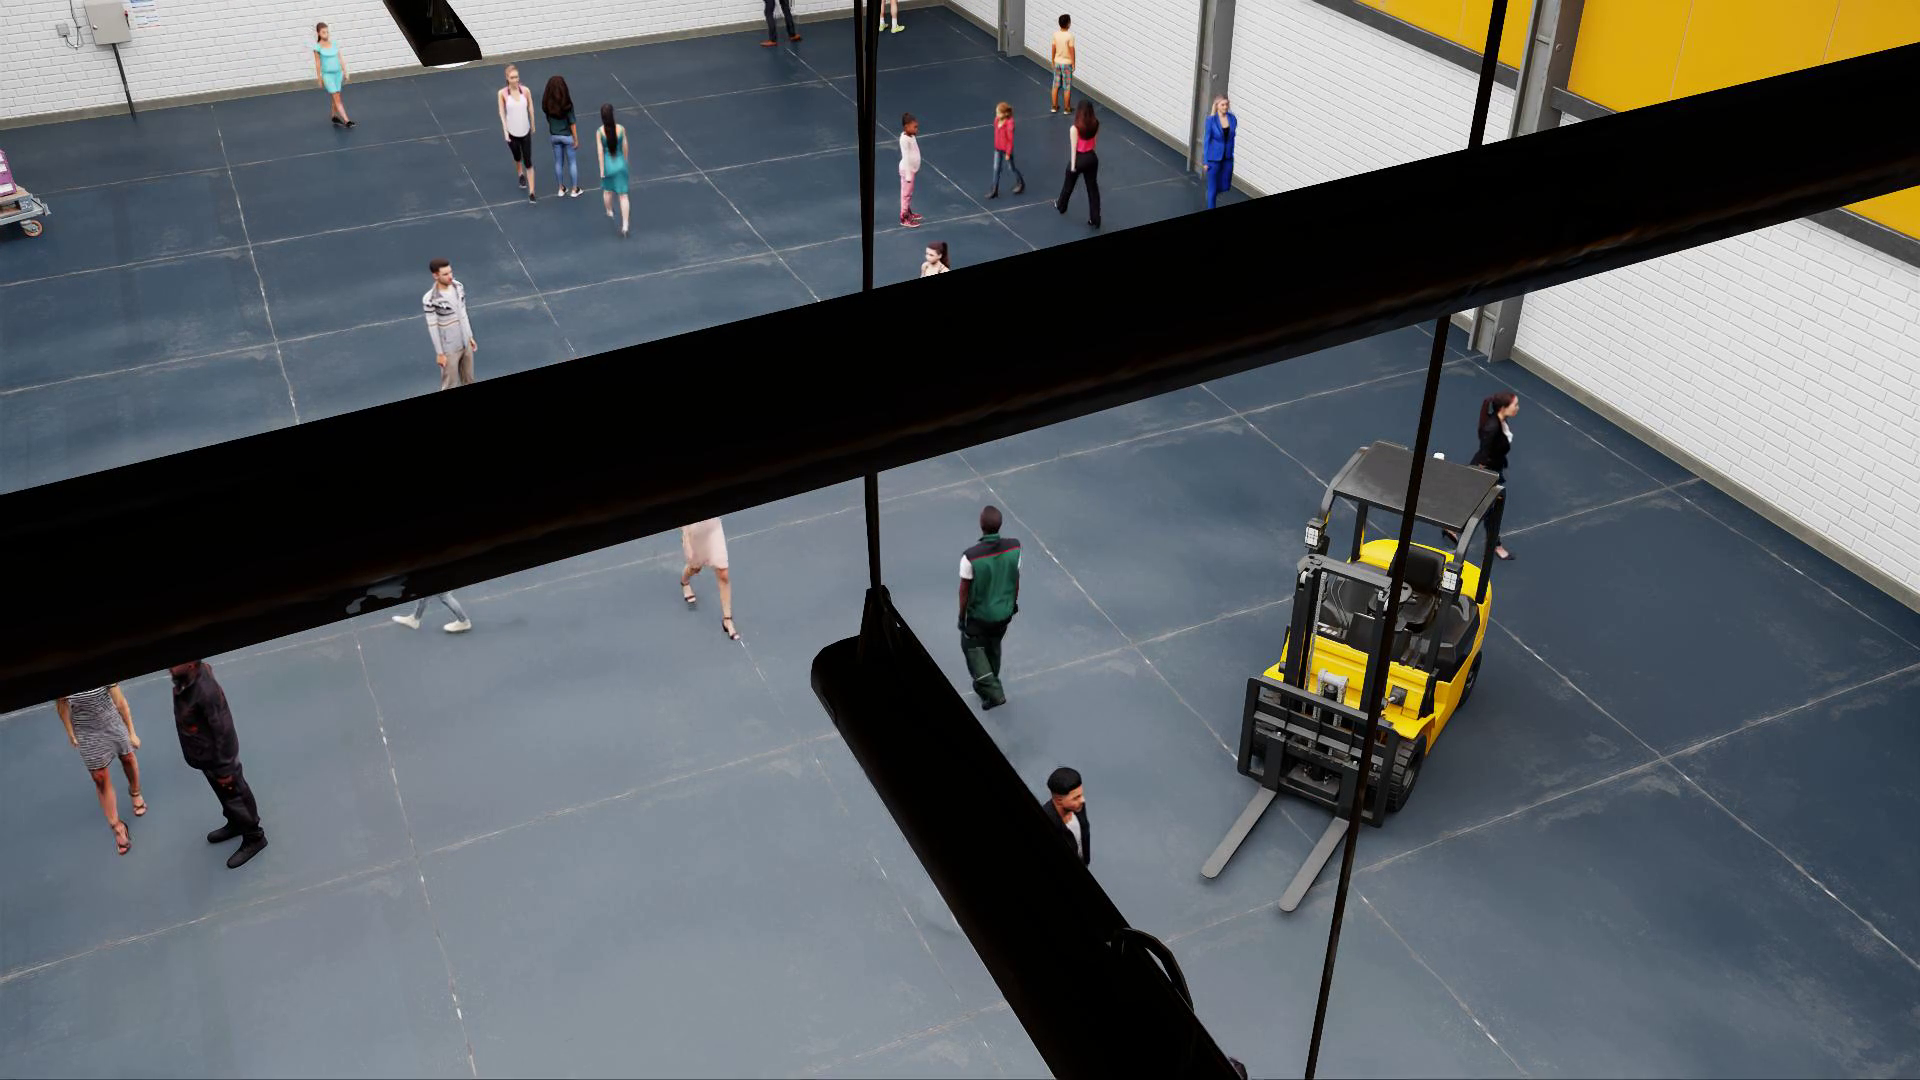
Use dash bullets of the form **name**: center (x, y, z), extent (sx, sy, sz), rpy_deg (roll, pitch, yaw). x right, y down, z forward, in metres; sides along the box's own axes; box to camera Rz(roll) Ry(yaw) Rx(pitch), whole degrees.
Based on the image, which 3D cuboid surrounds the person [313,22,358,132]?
- **person**: center (-9.196, -6.774, 24.251), extent (1.055, 1.529, 0.815), rpy_deg (26, 42, 33)

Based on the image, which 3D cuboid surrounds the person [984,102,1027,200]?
- **person**: center (0.653, -5.186, 22.085), extent (0.768, 1.282, 0.903), rpy_deg (-28, 43, -35)

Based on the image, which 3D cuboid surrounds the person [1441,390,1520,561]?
- **person**: center (4.637, -0.608, 14.881), extent (1.014, 1.633, 0.945), rpy_deg (13, 36, 18)

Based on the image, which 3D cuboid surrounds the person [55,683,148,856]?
- **person**: center (-6.102, 1.300, 11.861), extent (0.633, 1.798, 0.866), rpy_deg (-14, 36, -20)

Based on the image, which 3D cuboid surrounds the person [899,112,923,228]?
- **person**: center (-0.667, -4.761, 21.289), extent (0.683, 1.455, 0.588), rpy_deg (5, 34, 7)

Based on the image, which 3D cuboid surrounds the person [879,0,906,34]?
- **person**: center (-1.220, -9.550, 28.149), extent (0.686, 1.838, 0.783), rpy_deg (18, 37, 24)

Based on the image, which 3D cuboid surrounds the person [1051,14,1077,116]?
- **person**: center (1.538, -7.107, 24.814), extent (0.575, 1.461, 0.661), rpy_deg (17, 37, 23)

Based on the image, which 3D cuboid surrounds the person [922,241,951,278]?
- **person**: center (-0.249, -2.429, 17.644), extent (0.674, 1.607, 0.541), rpy_deg (-25, 41, -33)

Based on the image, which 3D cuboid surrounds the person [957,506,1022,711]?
- **person**: center (0.264, 0.599, 12.893), extent (0.711, 1.824, 0.806), rpy_deg (-16, 37, -23)

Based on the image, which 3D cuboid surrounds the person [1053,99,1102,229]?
- **person**: center (1.614, -4.736, 21.115), extent (0.639, 1.605, 1.097), rpy_deg (-17, 37, -24)

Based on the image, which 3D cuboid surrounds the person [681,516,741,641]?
- **person**: center (-2.199, -0.061, 13.919), extent (0.773, 1.787, 1.176), rpy_deg (-22, 40, -30)

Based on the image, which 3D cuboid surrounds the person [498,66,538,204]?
- **person**: center (-5.862, -5.397, 21.986), extent (0.702, 1.742, 1.208), rpy_deg (-11, 35, -16)

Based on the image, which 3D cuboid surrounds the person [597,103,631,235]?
- **person**: center (-4.313, -4.616, 20.898), extent (0.594, 1.648, 0.996), rpy_deg (-13, 36, -18)

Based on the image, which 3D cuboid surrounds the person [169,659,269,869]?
- **person**: center (-5.195, 1.444, 11.620), extent (0.825, 1.826, 0.652), rpy_deg (-27, 42, -34)

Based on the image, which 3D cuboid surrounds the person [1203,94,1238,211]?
- **person**: center (3.256, -4.868, 21.240), extent (0.658, 1.687, 0.804), rpy_deg (-11, 35, -16)

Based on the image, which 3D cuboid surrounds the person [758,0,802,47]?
- **person**: center (-2.992, -9.127, 27.570), extent (1.065, 1.774, 0.829), rpy_deg (-21, 39, -28)

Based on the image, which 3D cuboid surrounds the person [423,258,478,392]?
- **person**: center (-5.108, -1.984, 16.744), extent (0.796, 1.861, 0.764), rpy_deg (15, 37, 22)

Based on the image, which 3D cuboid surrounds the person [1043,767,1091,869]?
- **person**: center (0.580, 2.133, 10.616), extent (1.133, 1.790, 1.002), rpy_deg (19, 38, 27)

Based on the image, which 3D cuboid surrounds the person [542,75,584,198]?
- **person**: center (-5.262, -5.344, 22.021), extent (0.706, 1.615, 0.753), rpy_deg (7, 34, 10)
